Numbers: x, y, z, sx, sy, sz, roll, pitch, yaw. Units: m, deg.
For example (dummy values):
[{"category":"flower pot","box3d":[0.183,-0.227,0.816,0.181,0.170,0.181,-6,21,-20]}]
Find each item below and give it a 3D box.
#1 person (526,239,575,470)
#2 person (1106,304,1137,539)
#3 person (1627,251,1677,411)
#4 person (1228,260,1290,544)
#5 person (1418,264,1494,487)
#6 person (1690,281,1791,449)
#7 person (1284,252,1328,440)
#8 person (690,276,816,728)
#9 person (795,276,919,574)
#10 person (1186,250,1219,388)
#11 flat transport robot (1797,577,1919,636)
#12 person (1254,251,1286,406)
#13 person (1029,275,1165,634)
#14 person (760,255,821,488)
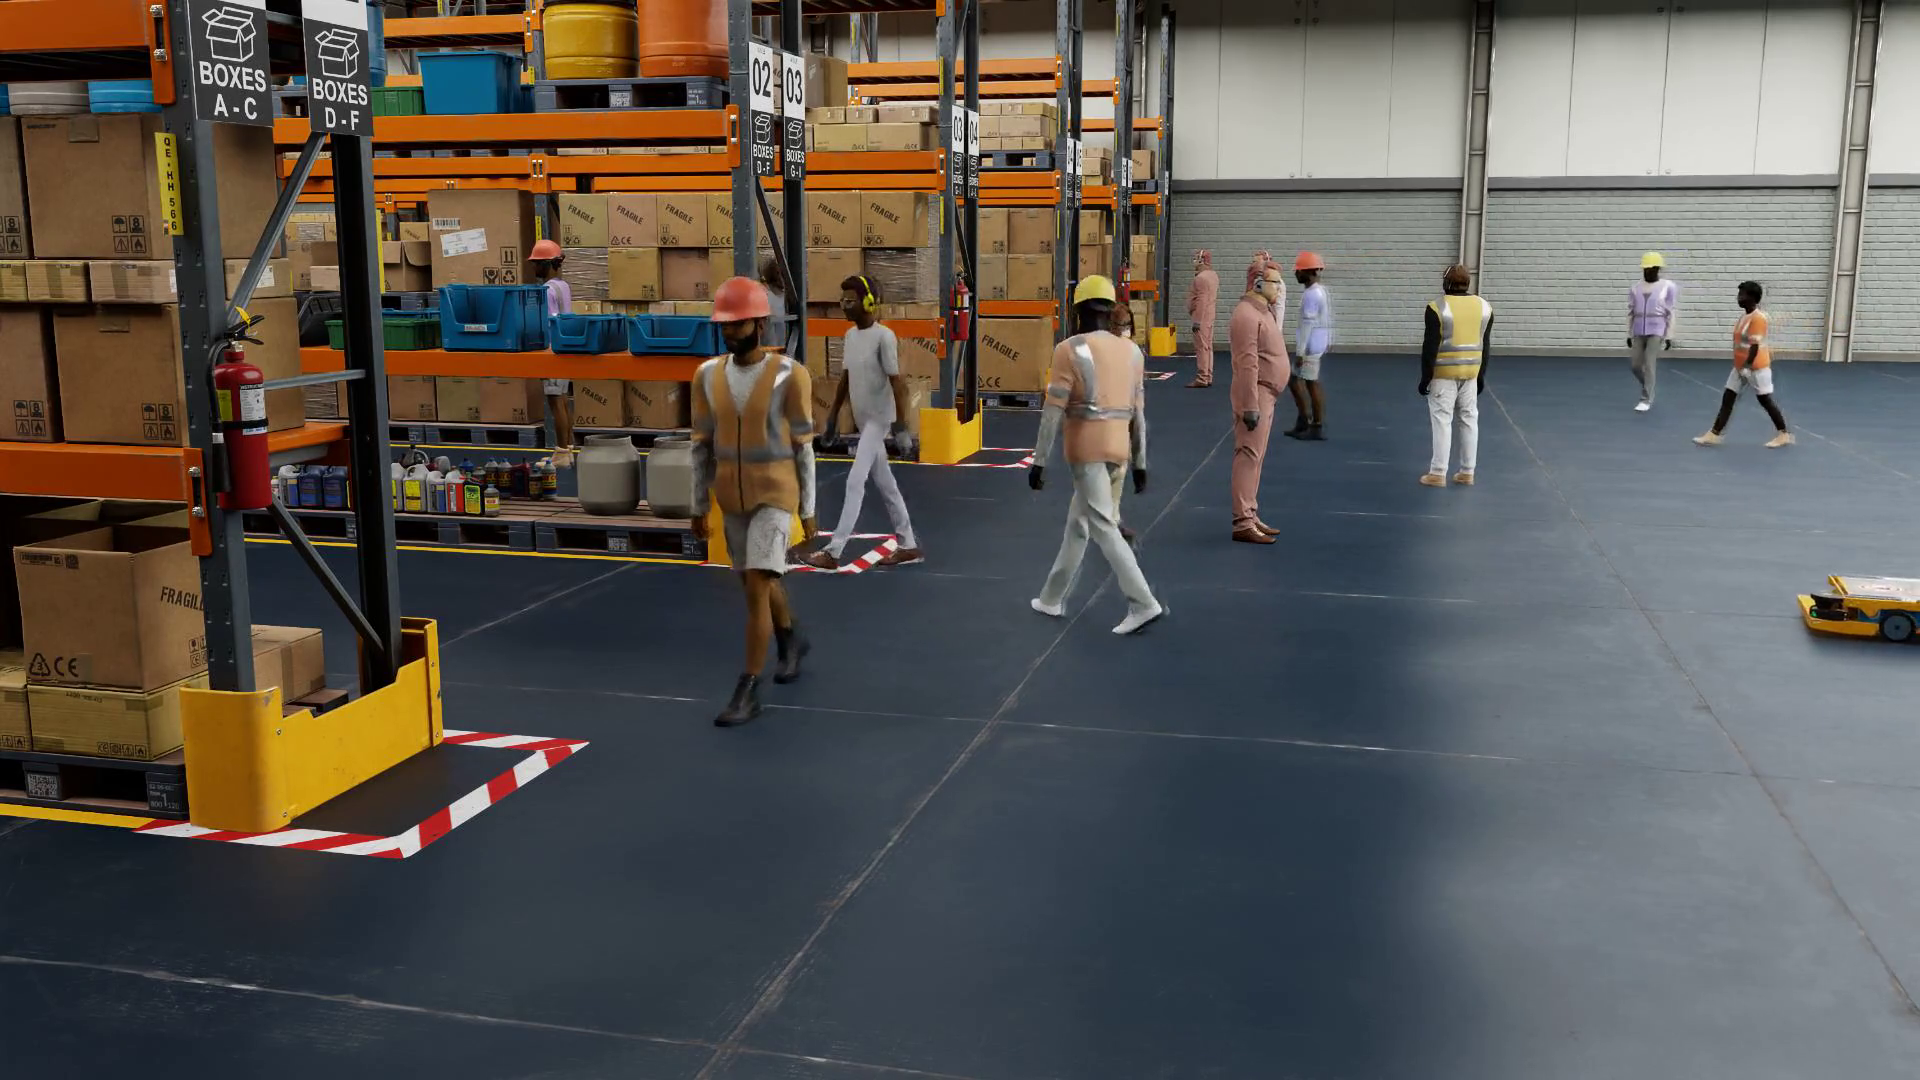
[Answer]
[{"category":"person","box3d":[-3.648,-1.643,14.837,0.373,2.043,0.614,0,10,-2]},{"category":"person","box3d":[1.030,-0.796,11.300,0.389,1.612,0.524,7,13,35]},{"category":"person","box3d":[8.321,-2.512,20.027,0.582,1.912,0.594,-9,14,-41]},{"category":"person","box3d":[2.032,-0.939,11.314,0.409,1.908,0.639,3,11,17]},{"category":"person","box3d":[4.098,-1.365,13.853,0.632,1.842,0.429,-3,11,-17]},{"category":"person","box3d":[7.765,-1.710,16.317,0.905,1.647,0.534,1,10,3]},{"category":"person","box3d":[3.494,-1.963,16.942,0.566,1.916,0.588,3,11,14]},{"category":"person","box3d":[-0.873,-0.208,7.318,0.557,1.901,0.957,4,11,20]},{"category":"person","box3d":[-0.623,-0.699,10.215,0.943,1.814,0.503,-6,12,-30]},{"category":"person","box3d":[3.347,-3.064,23.088,0.408,1.906,0.653,4,11,23]},{"category":"flat transport robot","box3d":[5.169,0.366,8.614,1.431,0.197,0.652,4,11,20]},{"category":"person","box3d":[3.710,-2.591,20.510,0.438,1.905,0.658,-5,11,-25]},{"category":"person","box3d":[0.736,-0.456,8.782,0.676,1.861,0.957,-9,14,-41]},{"category":"person","box3d":[-1.443,-1.315,13.348,0.790,1.917,0.673,1,10,8]}]
